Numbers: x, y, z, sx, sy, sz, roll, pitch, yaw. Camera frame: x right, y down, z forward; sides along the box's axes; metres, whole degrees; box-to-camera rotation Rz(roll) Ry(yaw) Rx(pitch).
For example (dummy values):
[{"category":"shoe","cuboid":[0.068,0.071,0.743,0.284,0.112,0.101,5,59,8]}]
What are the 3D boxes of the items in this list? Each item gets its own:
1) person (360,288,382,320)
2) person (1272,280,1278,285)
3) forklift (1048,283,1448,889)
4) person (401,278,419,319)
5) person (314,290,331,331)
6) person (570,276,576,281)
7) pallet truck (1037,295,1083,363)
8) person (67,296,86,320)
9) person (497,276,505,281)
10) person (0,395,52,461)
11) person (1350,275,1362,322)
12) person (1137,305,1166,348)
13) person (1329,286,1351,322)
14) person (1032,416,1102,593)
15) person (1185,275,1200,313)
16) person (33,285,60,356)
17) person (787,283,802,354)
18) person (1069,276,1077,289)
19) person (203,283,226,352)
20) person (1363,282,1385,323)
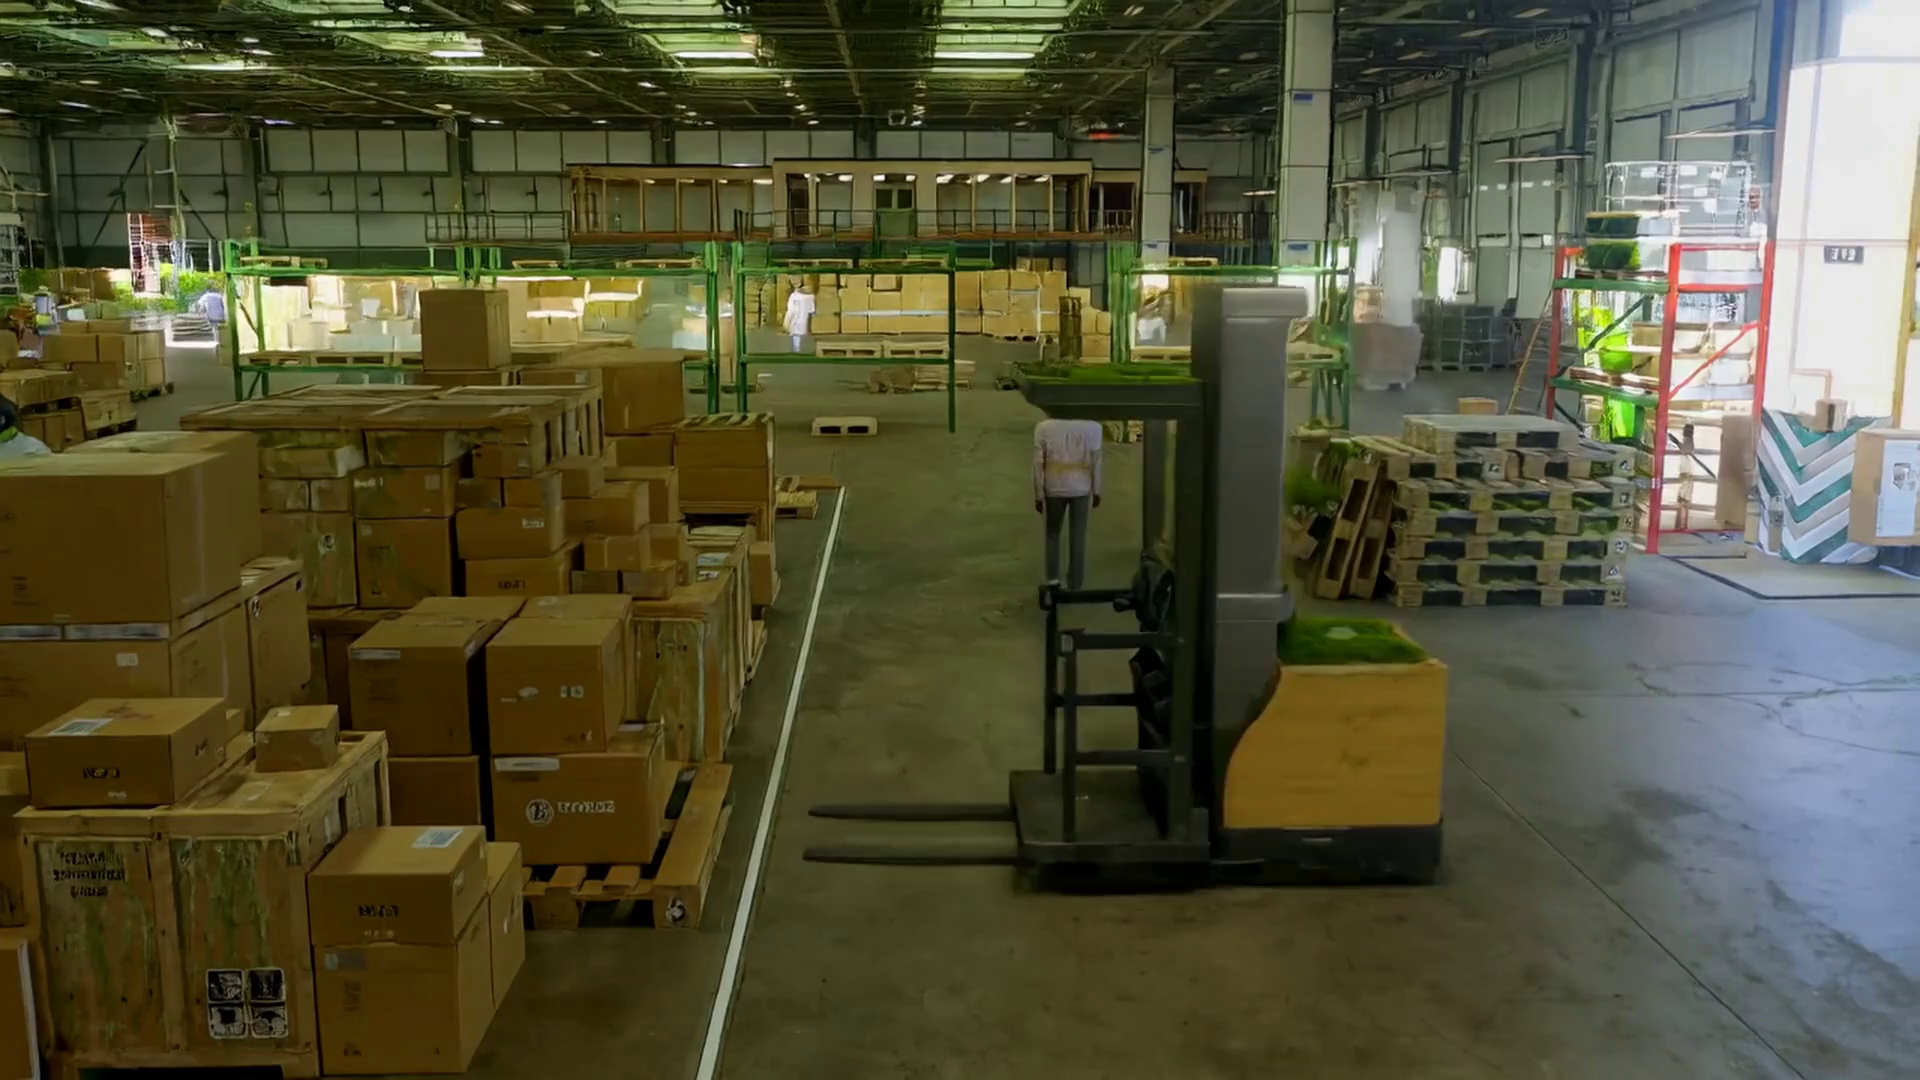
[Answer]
[{"category":"person","cuboid":[-15.024,-5.481,42.335,0.610,1.880,0.934,2,10,11]},{"category":"person","cuboid":[11.035,-8.306,58.485,0.852,1.709,0.484,7,13,35]},{"category":"forklift","cuboid":[1.333,0.165,8.059,1.873,2.768,1.129,0,10,-2]},{"category":"person","cuboid":[-17.482,-7.370,52.838,0.521,1.877,0.325,-2,10,-13]},{"category":"person","cuboid":[-17.166,-5.852,44.746,0.319,1.740,0.633,2,10,10]},{"category":"person","cuboid":[-13.689,-8.410,58.838,0.537,1.797,0.932,-7,12,-35]},{"category":"pallet truck","cuboid":[2.483,-3.881,33.060,1.885,1.965,0.823,-7,13,-36]},{"category":"person","cuboid":[-19.640,-4.474,36.835,0.546,1.830,0.888,3,11,16]},{"category":"person","cuboid":[-14.985,-7.662,54.374,0.633,1.912,1.018,7,13,36]},{"category":"person","cuboid":[-6.860,-0.081,12.052,0.627,1.941,0.370,1,10,5]},{"category":"person","cuboid":[13.580,-8.139,56.986,0.584,1.923,0.607,10,14,43]},{"category":"person","cuboid":[3.745,-3.691,32.533,0.647,1.813,0.513,9,14,42]},{"category":"person","cuboid":[9.672,-5.475,42.192,0.598,1.908,0.632,5,11,27]},{"category":"person","cuboid":[0.913,-0.438,14.145,0.604,1.906,0.610,0,10,2]},{"category":"person","cuboid":[9.927,-10.633,70.848,0.692,1.948,0.706,2,10,11]},{"category":"person","cuboid":[-23.613,-5.631,43.017,0.556,1.918,0.429,-1,10,-6]},{"category":"person","cuboid":[-4.415,-5.870,44.308,0.373,1.940,0.628,-4,11,-22]},{"category":"person","cuboid":[3.734,-7.926,55.943,0.357,1.875,0.630,-7,12,-33]},{"category":"person","cuboid":[-20.417,-6.079,45.526,0.564,1.922,0.685,-2,10,-9]},{"category":"person","cuboid":[12.305,-6.747,49.494,0.624,1.831,0.618,5,11,24]}]
